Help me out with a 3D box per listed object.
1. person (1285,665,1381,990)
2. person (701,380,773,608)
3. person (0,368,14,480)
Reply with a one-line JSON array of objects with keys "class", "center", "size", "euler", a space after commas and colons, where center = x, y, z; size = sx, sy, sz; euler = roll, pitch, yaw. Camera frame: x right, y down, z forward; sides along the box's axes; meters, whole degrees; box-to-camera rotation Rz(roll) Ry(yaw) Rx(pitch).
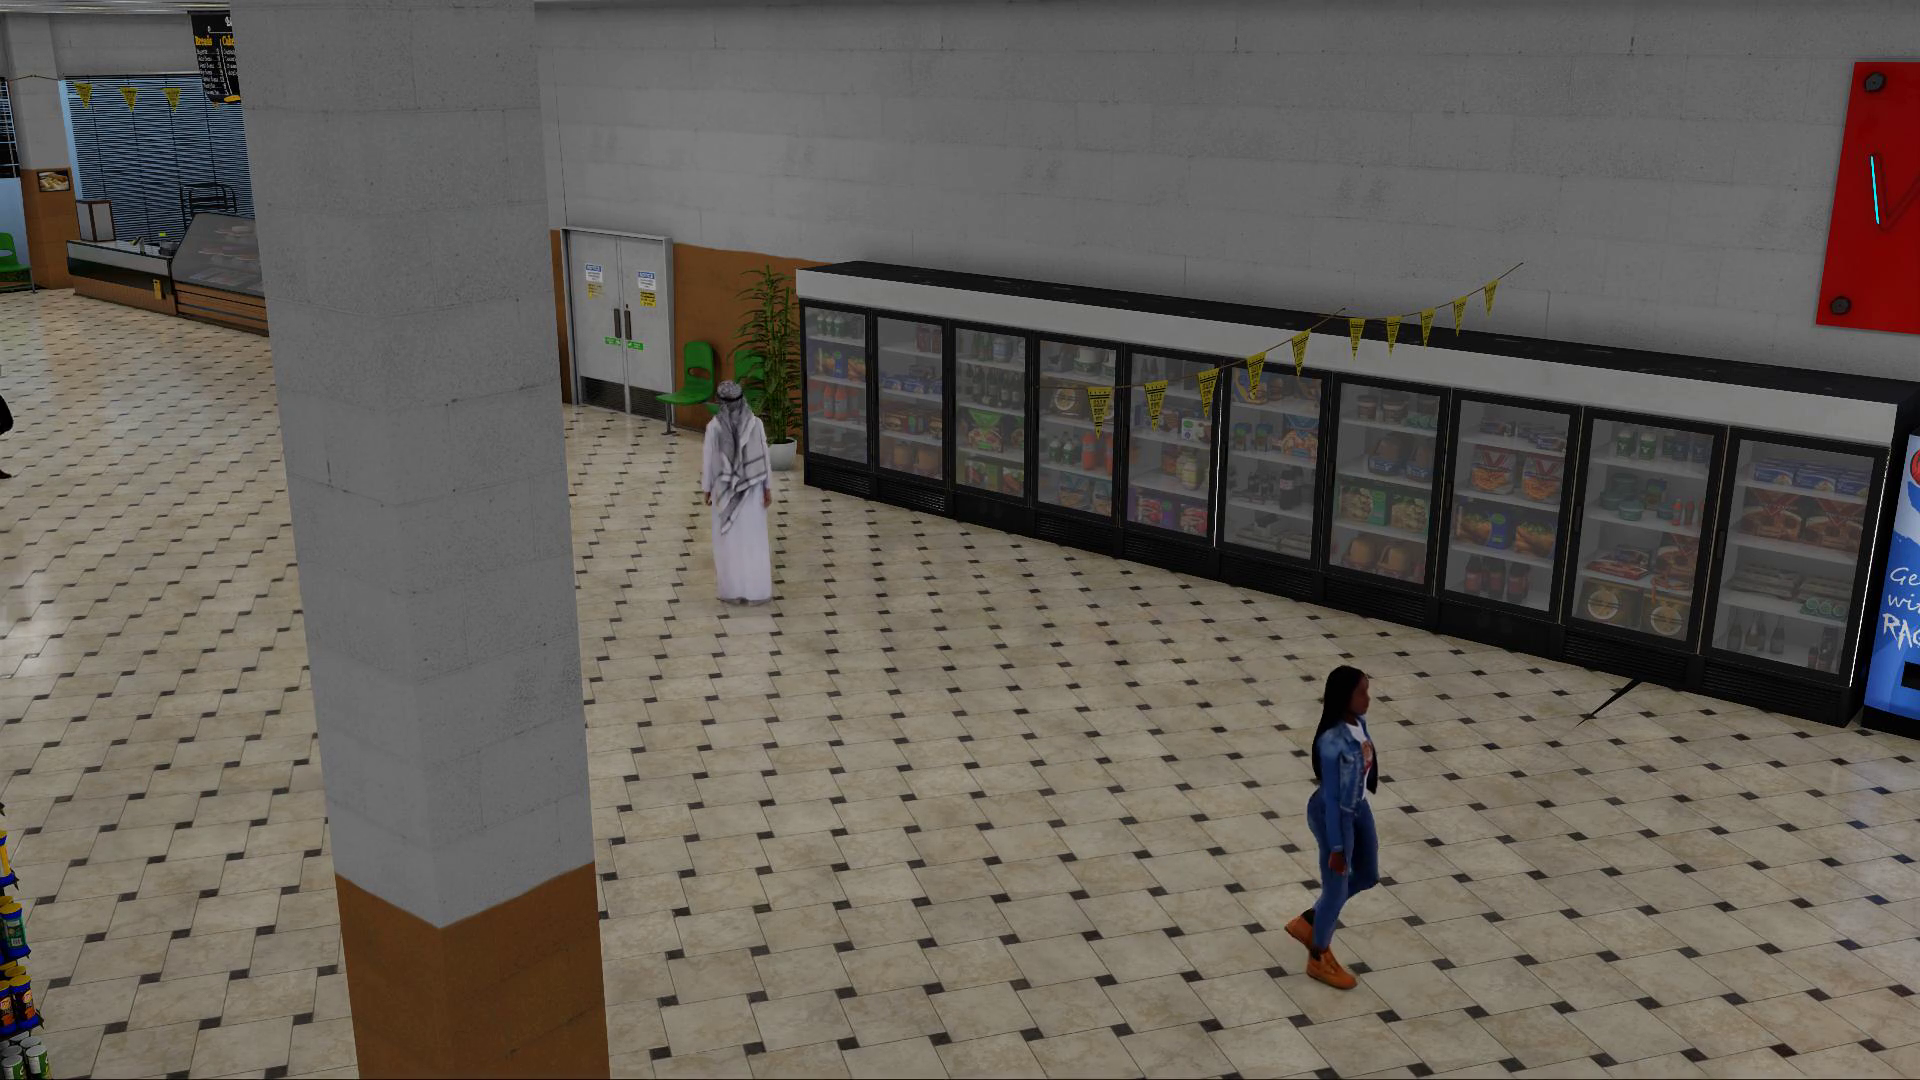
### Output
[{"class": "person", "center": [1.803, 1.414, 8.283], "size": [0.727, 1.699, 0.640], "euler": [10, 20, 30]}, {"class": "person", "center": [-1.853, -0.382, 13.818], "size": [0.854, 1.919, 0.935], "euler": [-1, 17, -2]}, {"class": "person", "center": [-10.501, -1.485, 17.772], "size": [0.887, 1.731, 0.829], "euler": [-2, 17, -8]}]
